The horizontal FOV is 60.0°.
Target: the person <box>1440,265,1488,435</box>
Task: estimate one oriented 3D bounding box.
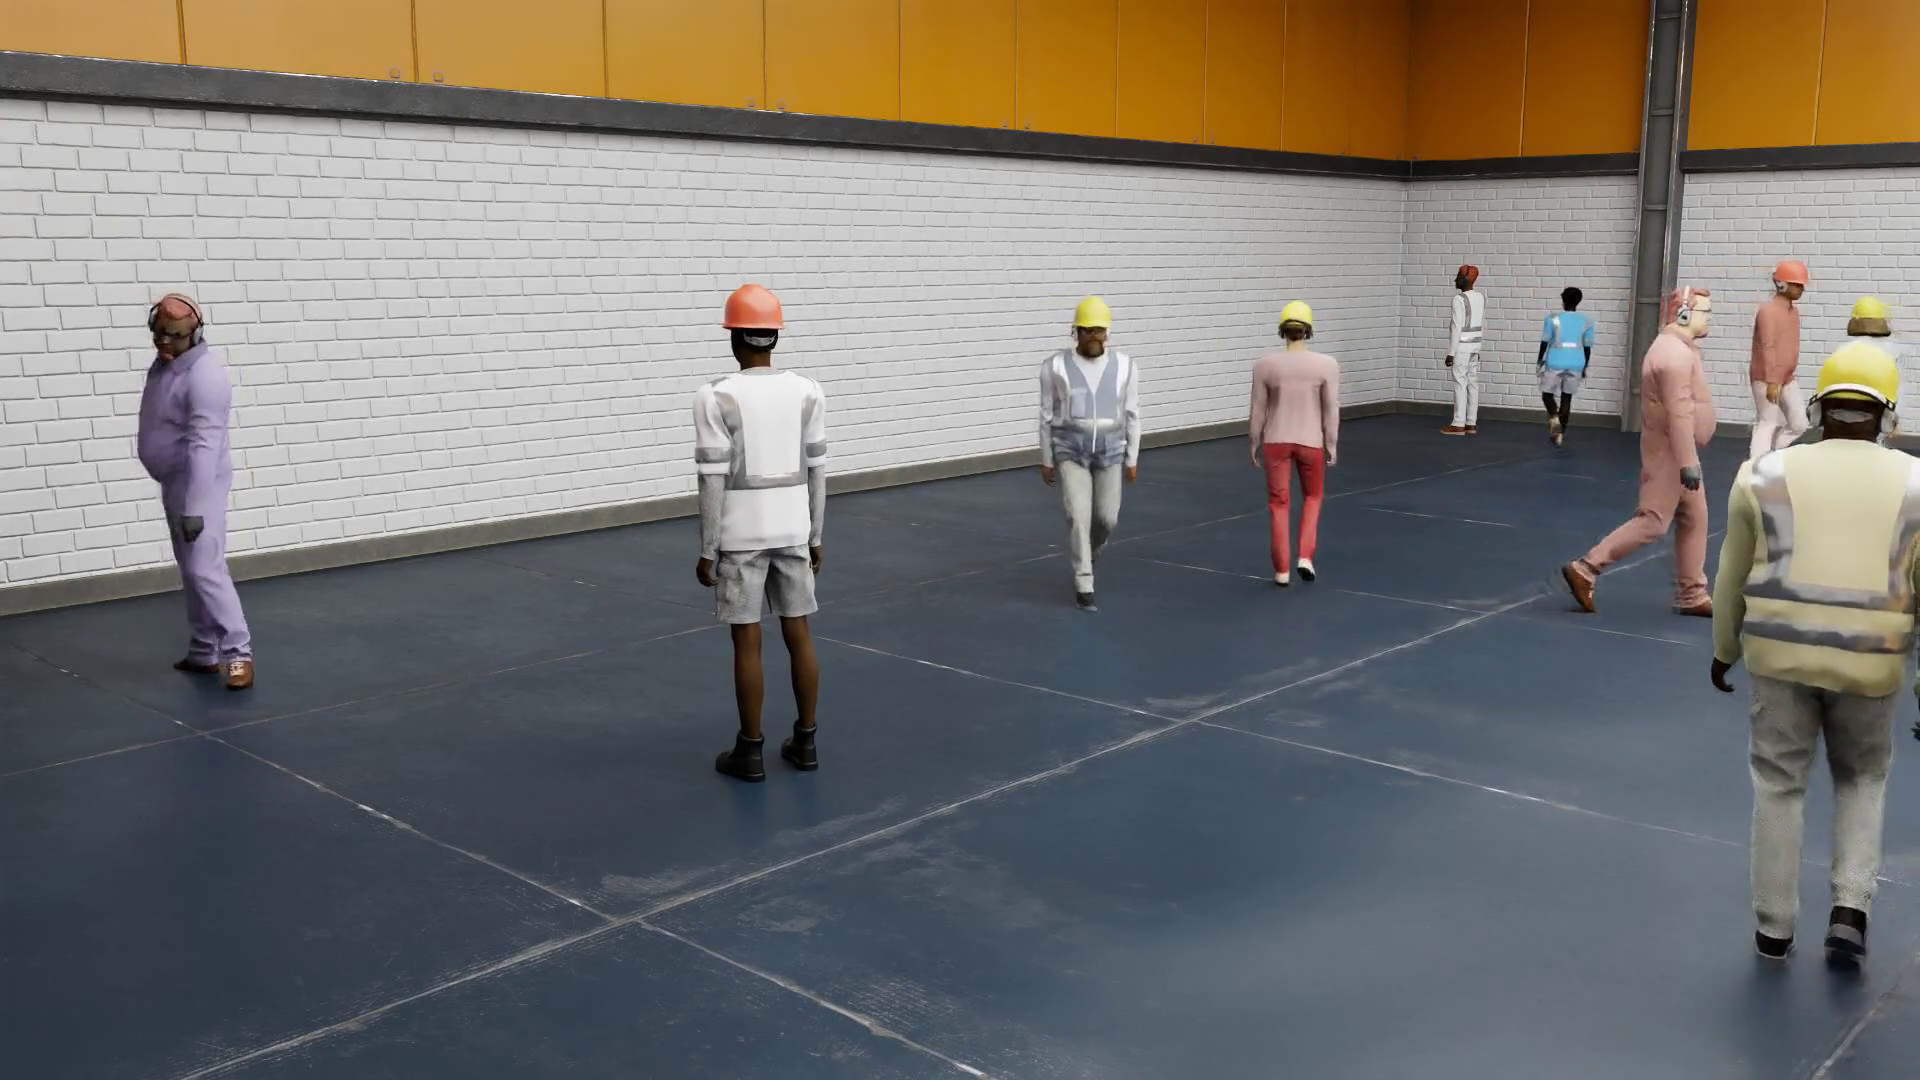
[{"bbox_3d":[5.620,-2.110,18.543,0.583,1.883,0.350,-9,13,-41],"label":"person"}]

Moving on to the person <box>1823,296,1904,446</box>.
[{"bbox_3d":[6.423,-0.857,11.837,0.487,1.733,0.399,-1,10,-6],"label":"person"}]

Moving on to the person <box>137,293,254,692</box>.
[{"bbox_3d":[-3.675,-0.230,7.898,0.395,1.873,0.728,-7,12,-36],"label":"person"}]

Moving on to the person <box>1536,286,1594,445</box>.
[{"bbox_3d":[6.349,-1.811,17.433,0.573,1.671,0.520,1,10,5],"label":"person"}]

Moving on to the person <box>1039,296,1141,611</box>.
[{"bbox_3d":[0.748,-0.523,9.747,0.588,1.813,0.699,-1,10,-6],"label":"person"}]

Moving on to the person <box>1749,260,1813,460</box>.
[{"bbox_3d":[6.818,-1.335,13.864,0.622,1.969,0.444,-7,12,-35],"label":"person"}]

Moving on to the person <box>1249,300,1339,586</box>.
[{"bbox_3d":[2.055,-0.596,10.267,0.546,1.751,0.449,2,10,11],"label":"person"}]

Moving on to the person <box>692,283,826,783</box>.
[{"bbox_3d":[-0.789,-0.023,6.505,0.547,1.938,0.379,-6,12,-31],"label":"person"}]

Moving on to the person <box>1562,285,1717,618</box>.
[{"bbox_3d":[3.923,-0.486,9.333,0.874,1.878,0.652,5,11,25],"label":"person"}]

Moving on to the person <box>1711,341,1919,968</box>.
[{"bbox_3d":[2.489,0.341,4.780,0.615,1.810,0.427,4,11,23],"label":"person"}]
